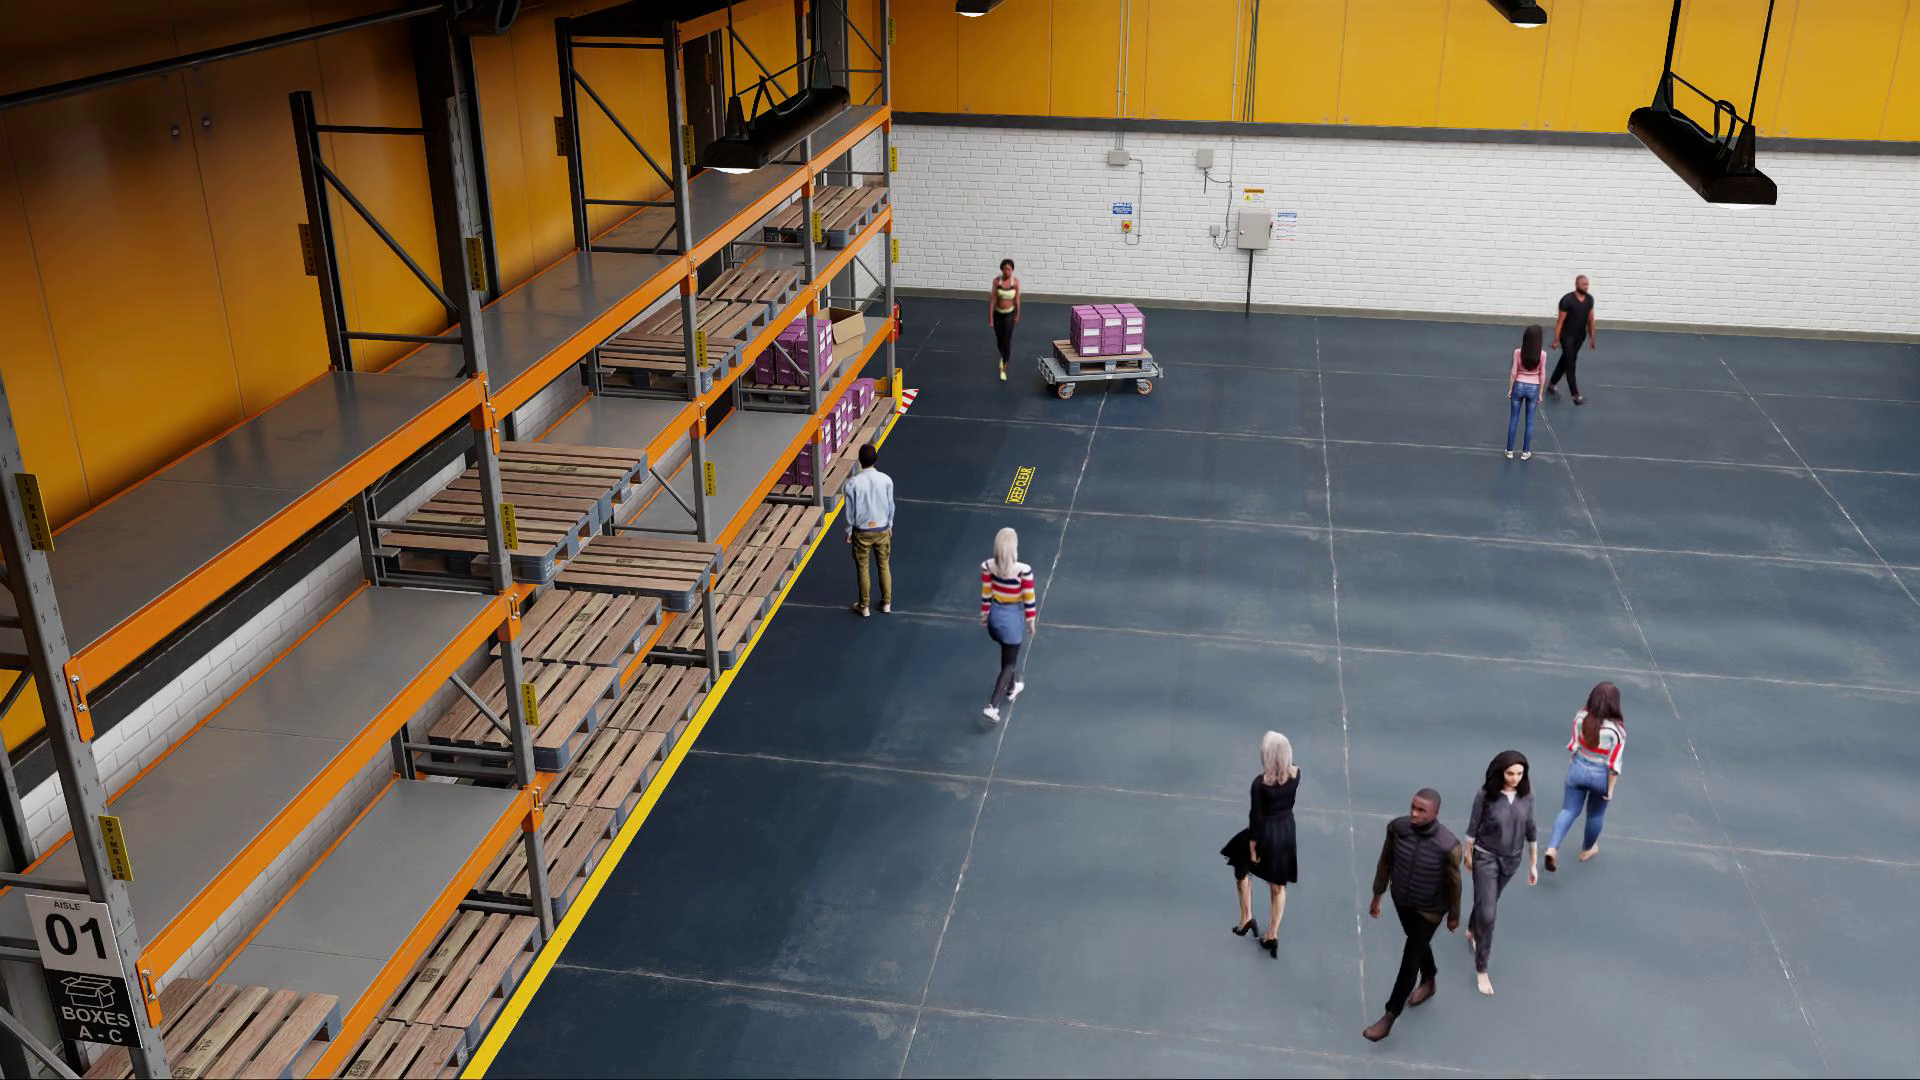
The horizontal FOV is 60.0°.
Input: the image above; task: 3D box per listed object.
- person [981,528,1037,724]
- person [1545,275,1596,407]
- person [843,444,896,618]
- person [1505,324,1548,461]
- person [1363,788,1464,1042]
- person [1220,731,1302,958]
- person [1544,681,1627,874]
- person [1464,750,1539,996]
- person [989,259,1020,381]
[{"bbox_3d":[0.380,0.768,14.793,0.895,1.779,1.194,12,26,26],"label":"person"},{"bbox_3d":[8.364,-2.772,22.897,1.050,1.774,1.265,-8,25,-17],"label":"person"},{"bbox_3d":[-0.903,-0.100,16.737,0.756,1.811,0.741,-8,25,-17],"label":"person"},{"bbox_3d":[7.097,-1.871,20.873,0.598,1.744,0.560,8,25,18],"label":"person"},{"bbox_3d":[3.098,2.406,11.037,1.233,1.787,1.130,-19,30,-37],"label":"person"},{"bbox_3d":[2.230,2.162,11.657,0.802,1.735,0.861,-10,25,-21],"label":"person"},{"bbox_3d":[4.737,1.820,12.615,1.057,1.595,0.921,-21,31,-40],"label":"person"},{"bbox_3d":[3.708,2.177,11.621,0.796,1.738,1.034,-4,24,-9],"label":"person"},{"bbox_3d":[0.634,-3.212,23.993,0.593,1.703,1.182,3,24,7],"label":"person"}]
